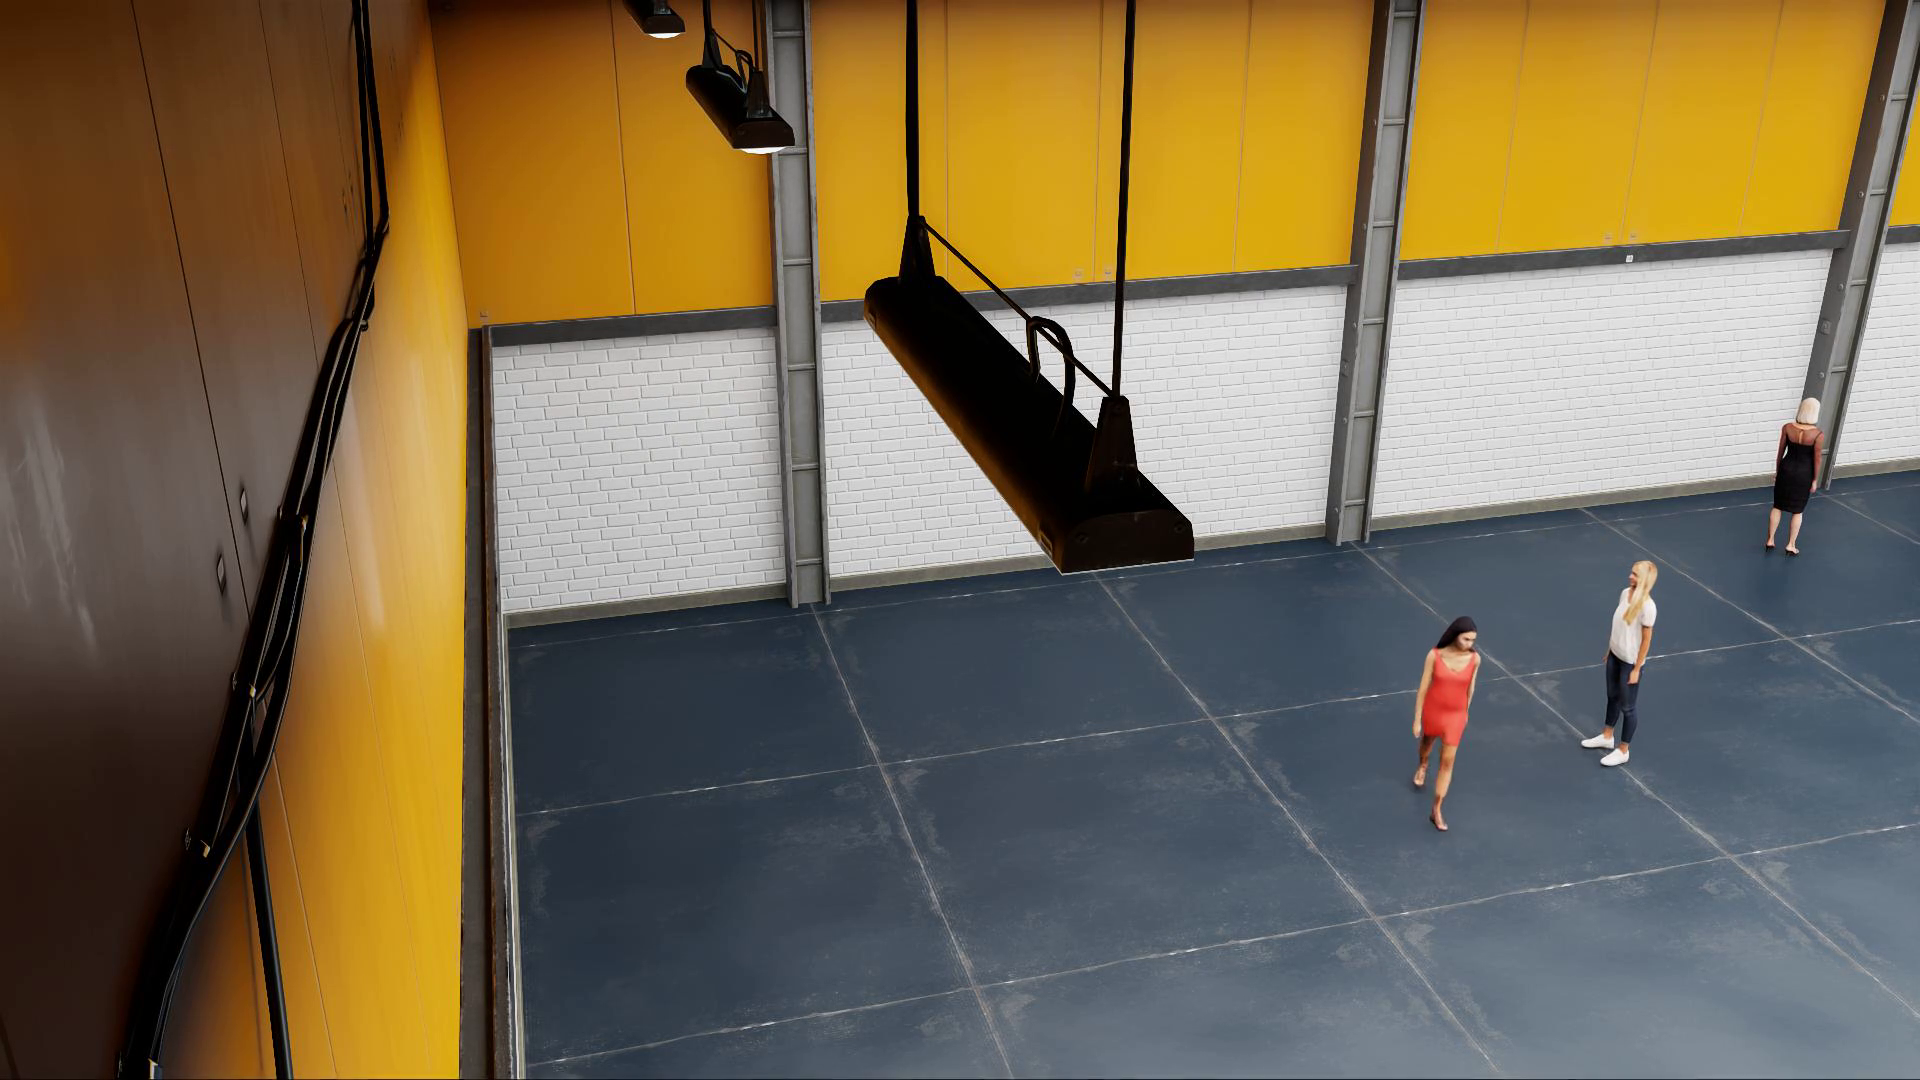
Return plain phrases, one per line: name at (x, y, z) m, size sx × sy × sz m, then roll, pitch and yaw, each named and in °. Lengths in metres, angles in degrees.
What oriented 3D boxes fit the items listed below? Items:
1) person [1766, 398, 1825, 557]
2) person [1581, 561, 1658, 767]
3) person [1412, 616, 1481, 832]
person at (8.854, -0.674, 17.642) m, size 0.667 × 1.747 × 0.663 m, roll -22°, pitch 32°, yaw -40°
person at (5.517, 0.997, 13.744) m, size 0.524 × 1.809 × 0.610 m, roll -4°, pitch 24°, yaw -9°
person at (3.793, 1.347, 13.123) m, size 1.190 × 1.664 × 1.018 m, roll 5°, pitch 24°, yaw 10°
